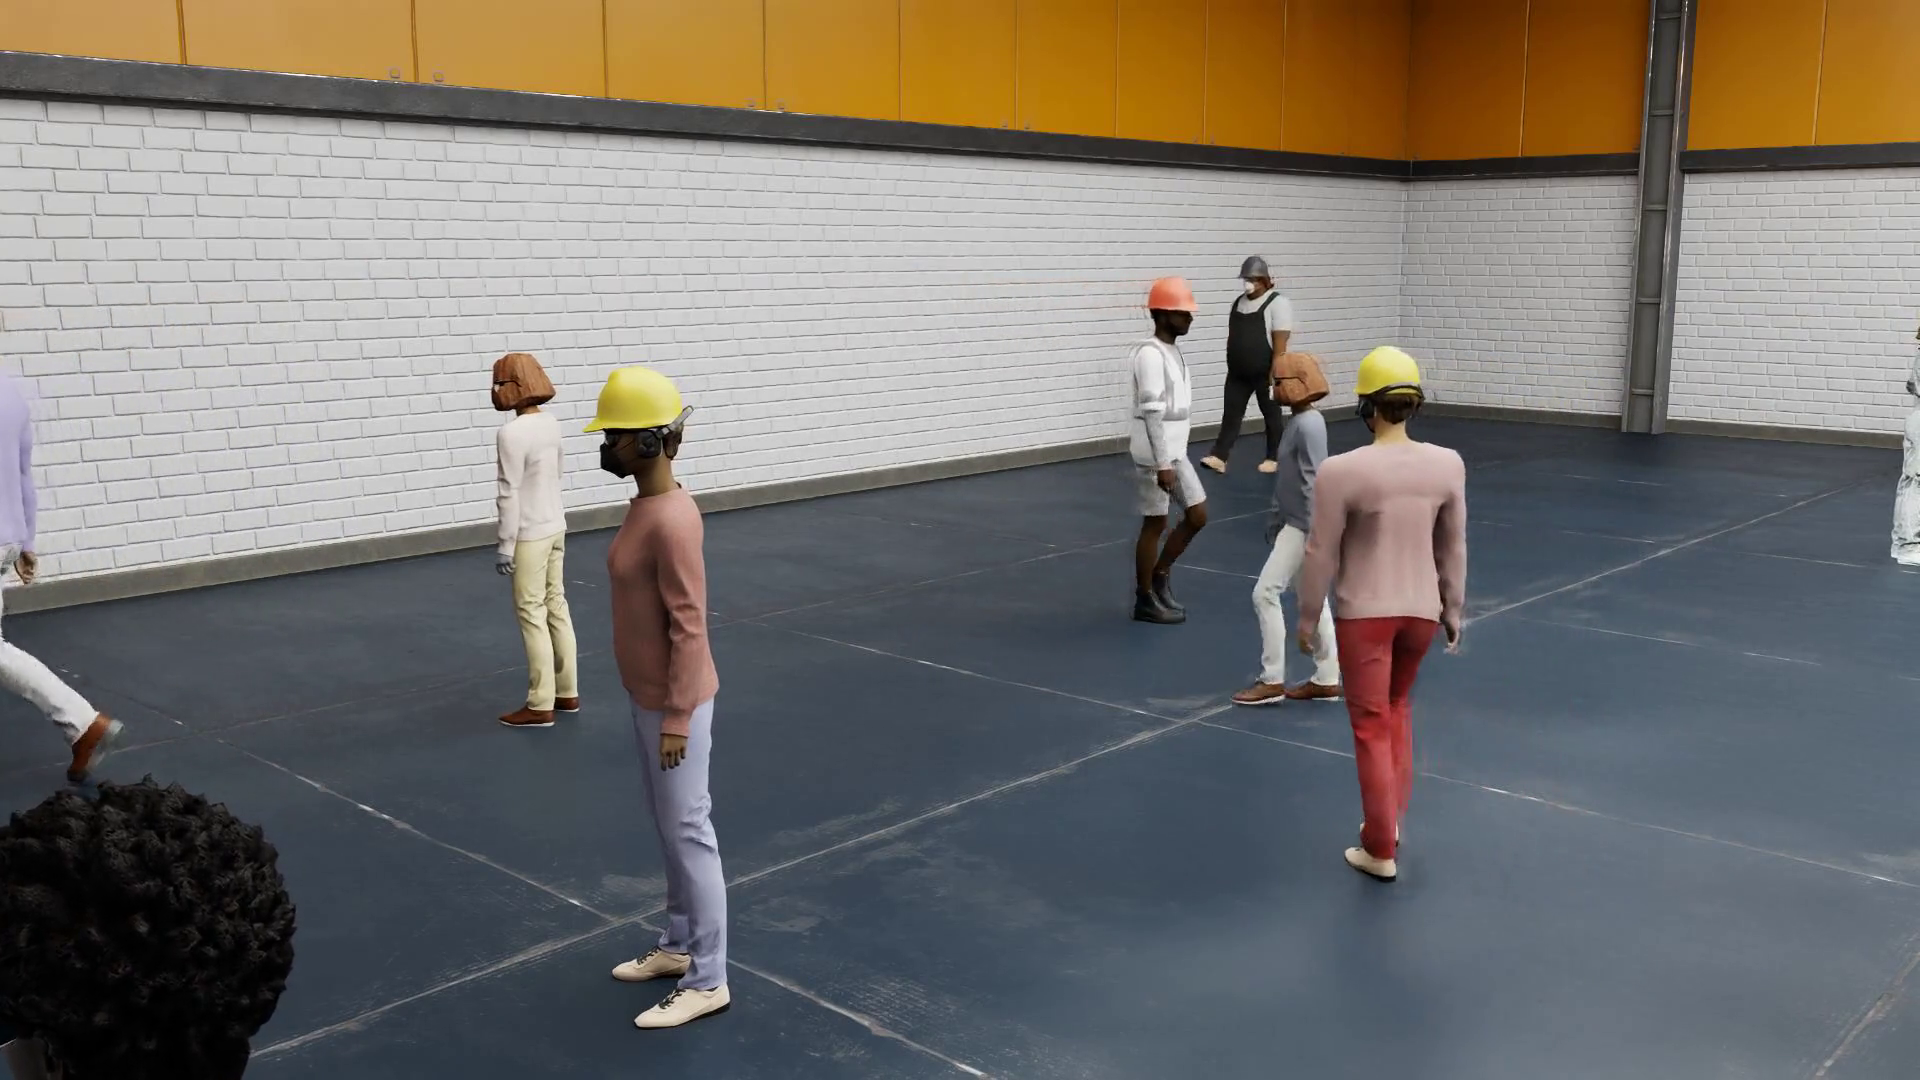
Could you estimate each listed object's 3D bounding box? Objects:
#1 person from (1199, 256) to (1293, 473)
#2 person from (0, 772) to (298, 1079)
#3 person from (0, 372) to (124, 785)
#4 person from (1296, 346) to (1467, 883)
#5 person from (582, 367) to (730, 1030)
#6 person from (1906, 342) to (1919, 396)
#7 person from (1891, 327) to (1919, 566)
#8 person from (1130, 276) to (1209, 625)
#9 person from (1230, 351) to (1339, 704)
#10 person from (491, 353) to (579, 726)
[{"bbox_3d":[2.634,-1.601,15.194,0.990,2.000,0.705,-9,13,-42],"label":"person"},{"bbox_3d":[-0.581,1.013,1.319,0.321,1.689,0.530,4,11,22],"label":"person"},{"bbox_3d":[-3.713,0.021,6.357,0.884,1.910,0.630,-1,10,-4],"label":"person"},{"bbox_3d":[1.368,0.232,5.562,0.547,1.747,0.591,-3,10,-16],"label":"person"},{"bbox_3d":[-0.819,0.422,4.461,0.326,1.767,0.533,-4,11,-20],"label":"person"},{"bbox_3d":[8.747,-1.438,14.646,0.625,1.907,1.021,1,10,7],"label":"person"},{"bbox_3d":[6.381,-0.703,10.935,0.312,1.741,0.487,5,11,24],"label":"person"},{"bbox_3d":[1.133,-0.473,9.108,0.429,1.918,0.556,5,11,28],"label":"person"},{"bbox_3d":[1.467,-0.043,7.543,0.628,1.610,0.526,1,10,6],"label":"person"},{"bbox_3d":[-1.870,-0.001,7.274,0.283,1.624,0.494,2,10,10],"label":"person"}]
